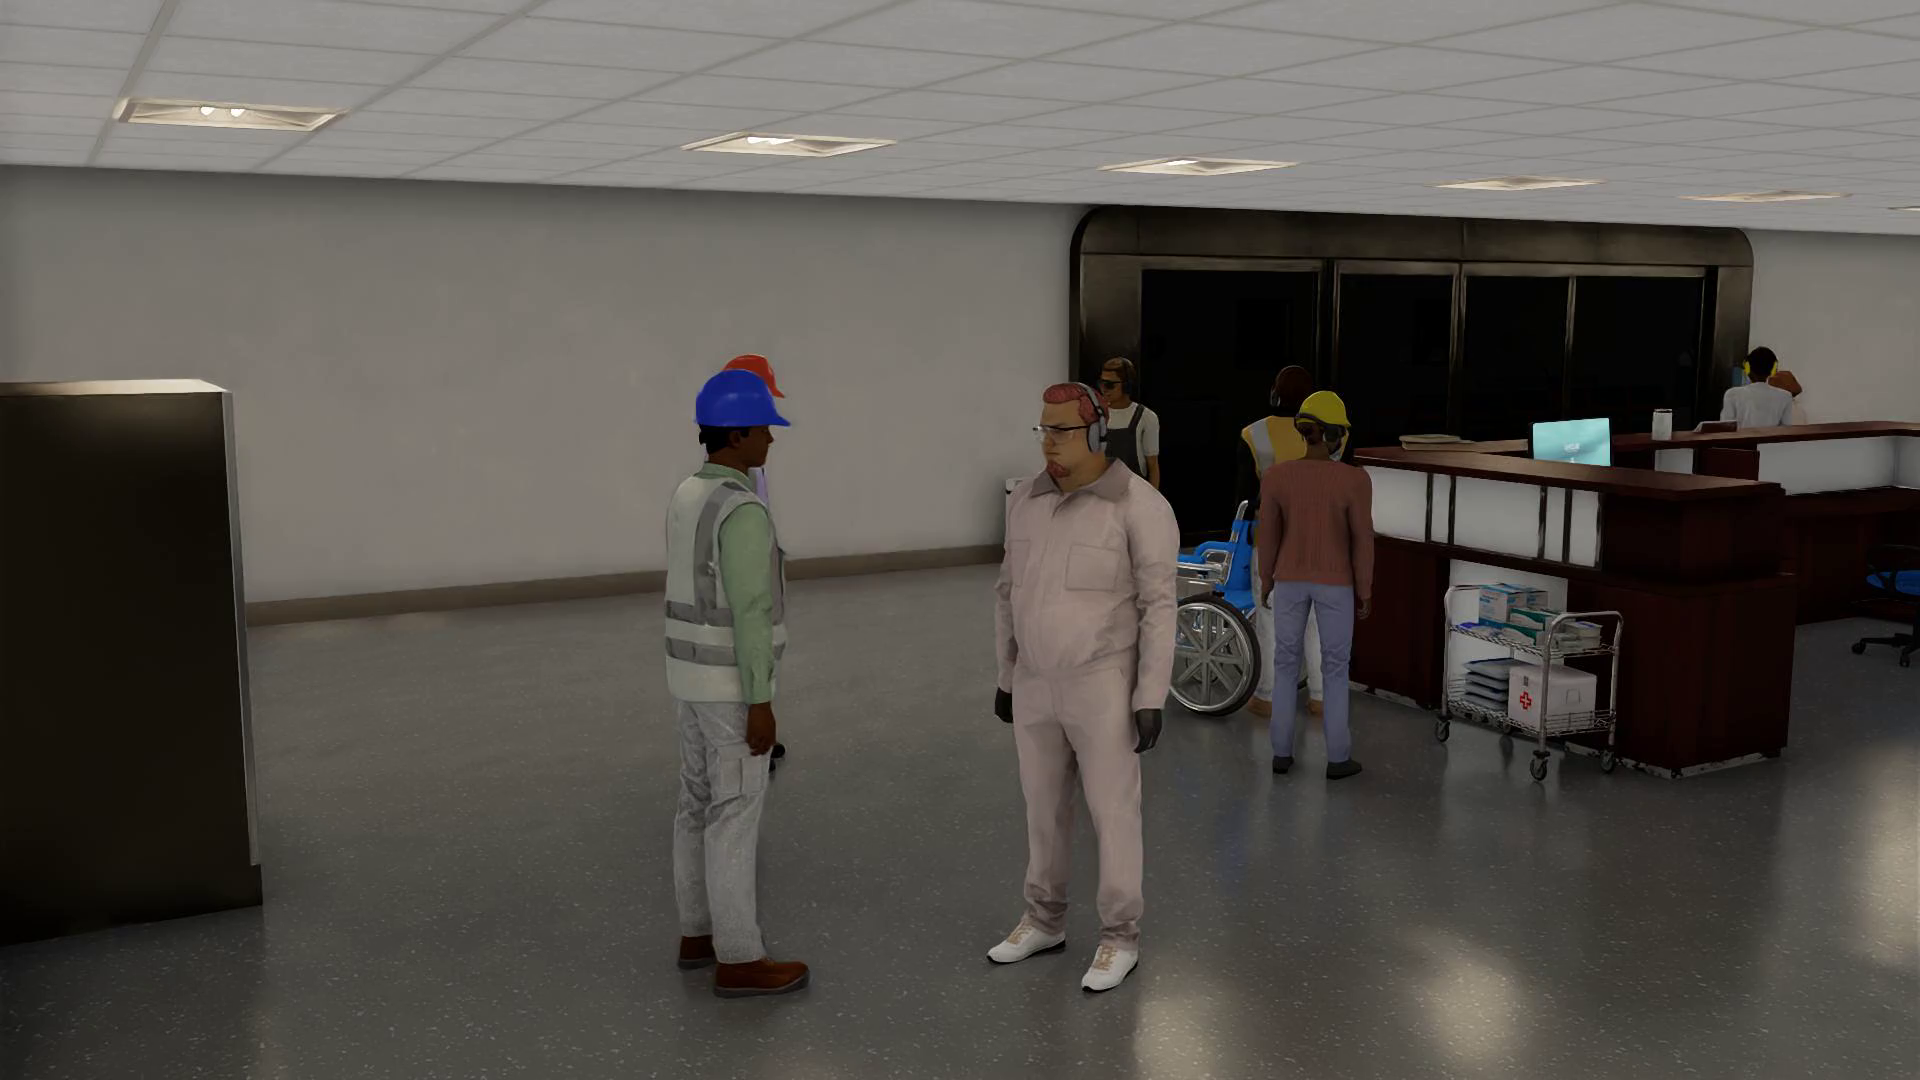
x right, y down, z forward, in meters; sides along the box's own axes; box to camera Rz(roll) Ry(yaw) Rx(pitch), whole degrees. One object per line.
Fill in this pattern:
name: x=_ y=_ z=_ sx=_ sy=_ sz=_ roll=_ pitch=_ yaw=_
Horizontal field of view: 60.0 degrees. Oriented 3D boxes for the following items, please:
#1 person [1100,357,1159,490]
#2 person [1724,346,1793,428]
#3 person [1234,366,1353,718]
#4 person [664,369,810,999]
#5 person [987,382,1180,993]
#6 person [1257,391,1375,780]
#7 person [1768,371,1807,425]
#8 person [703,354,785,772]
person: x=0.977 y=-0.205 z=10.263 sx=0.508 sy=1.842 sz=0.332 roll=5 pitch=9 yaw=30
person: x=6.033 y=-0.533 z=12.608 sx=0.526 sy=1.854 sz=0.363 roll=1 pitch=8 yaw=7
person: x=1.726 y=0.015 z=8.687 sx=0.619 sy=1.845 sz=0.430 roll=0 pitch=8 yaw=-2
person: x=-0.721 y=0.440 z=5.227 sx=0.406 sy=1.947 sz=0.606 roll=-4 pitch=9 yaw=-29
person: x=0.357 y=0.457 z=5.254 sx=0.652 sy=1.906 sz=0.402 roll=6 pitch=10 yaw=39
person: x=1.626 y=0.204 z=7.601 sx=0.533 sy=1.765 sz=0.322 roll=4 pitch=9 yaw=27
person: x=6.893 y=-0.610 z=14.000 sx=0.530 sy=1.625 sz=0.346 roll=-5 pitch=9 yaw=-31
person: x=-0.994 y=0.111 z=7.685 sx=0.390 sy=1.929 sz=0.545 roll=0 pitch=8 yaw=1
